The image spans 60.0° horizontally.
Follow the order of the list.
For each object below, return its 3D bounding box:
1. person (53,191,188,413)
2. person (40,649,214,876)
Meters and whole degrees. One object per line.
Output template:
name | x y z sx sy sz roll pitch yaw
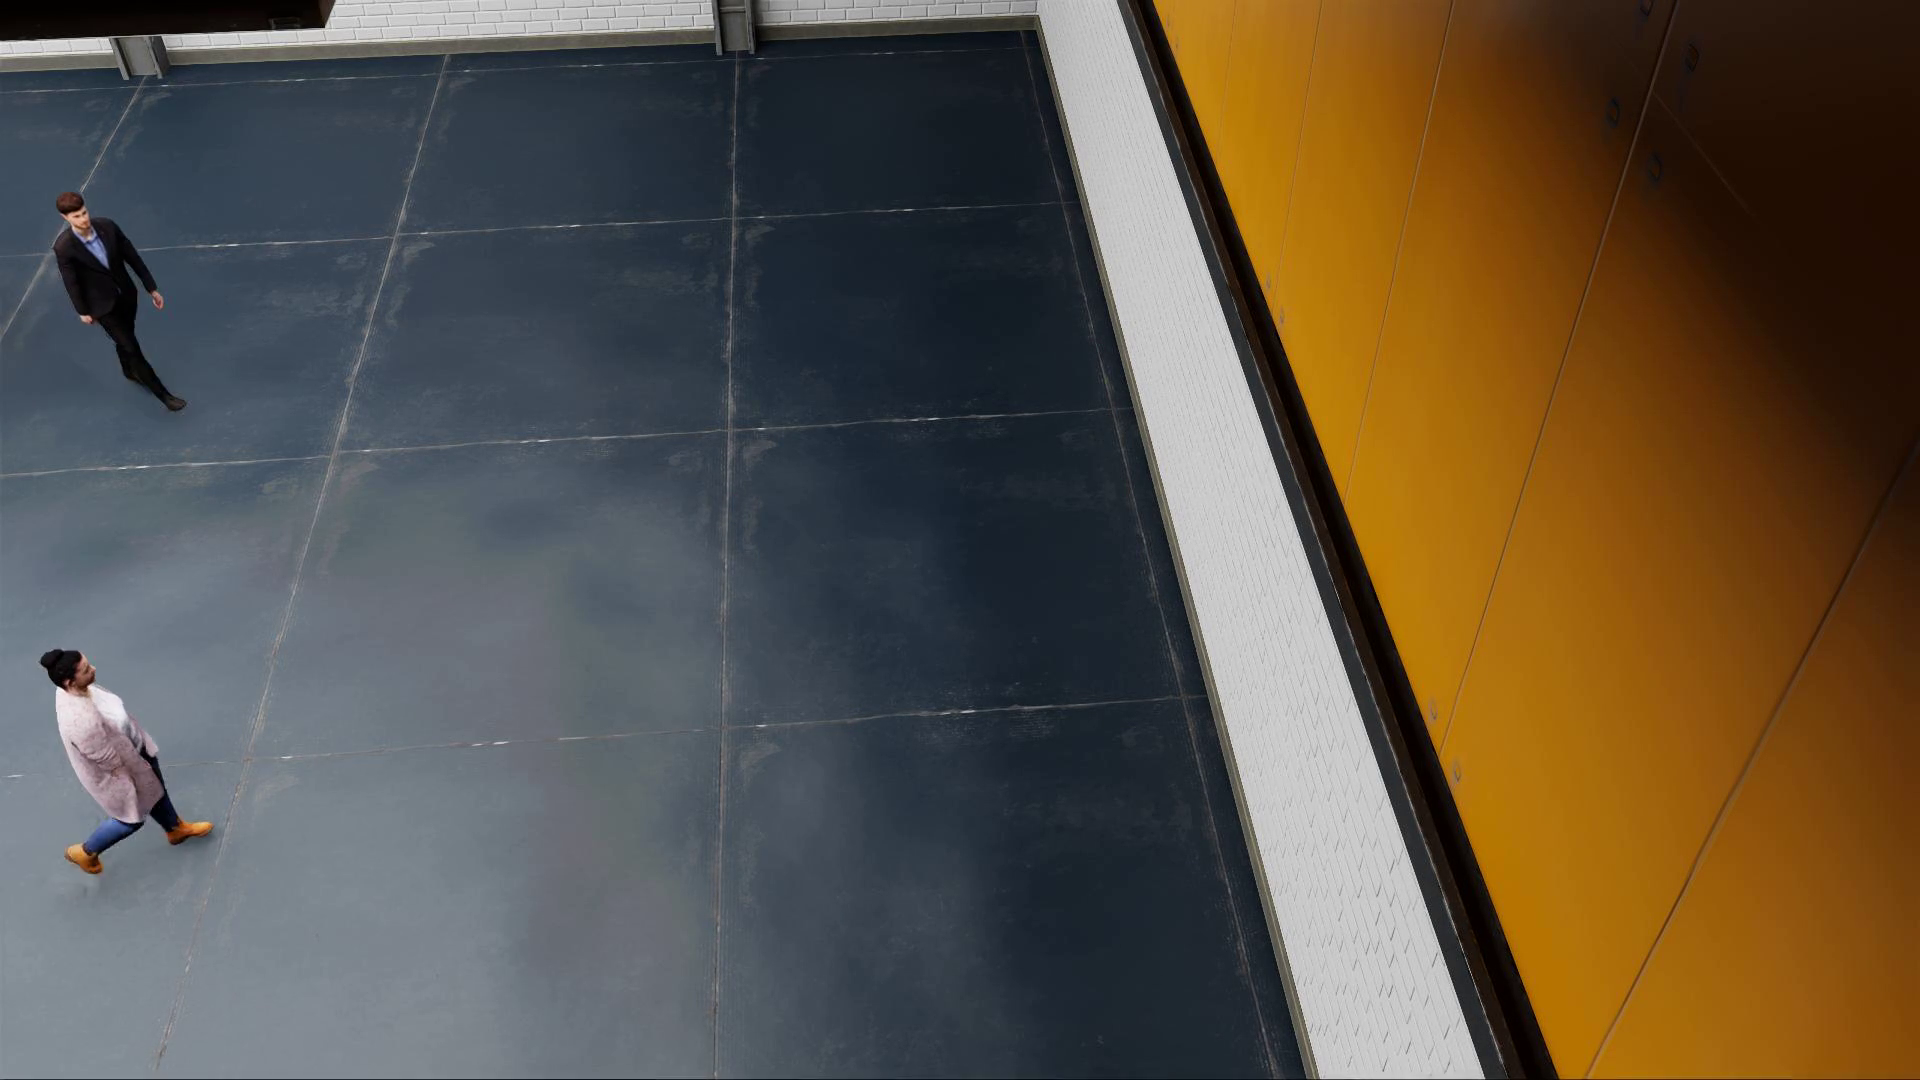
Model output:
person | -6.471 -1.856 12.598 1.283 1.839 1.143 23 48 23
person | -4.857 1.280 9.388 1.085 1.727 0.885 -17 46 -17
